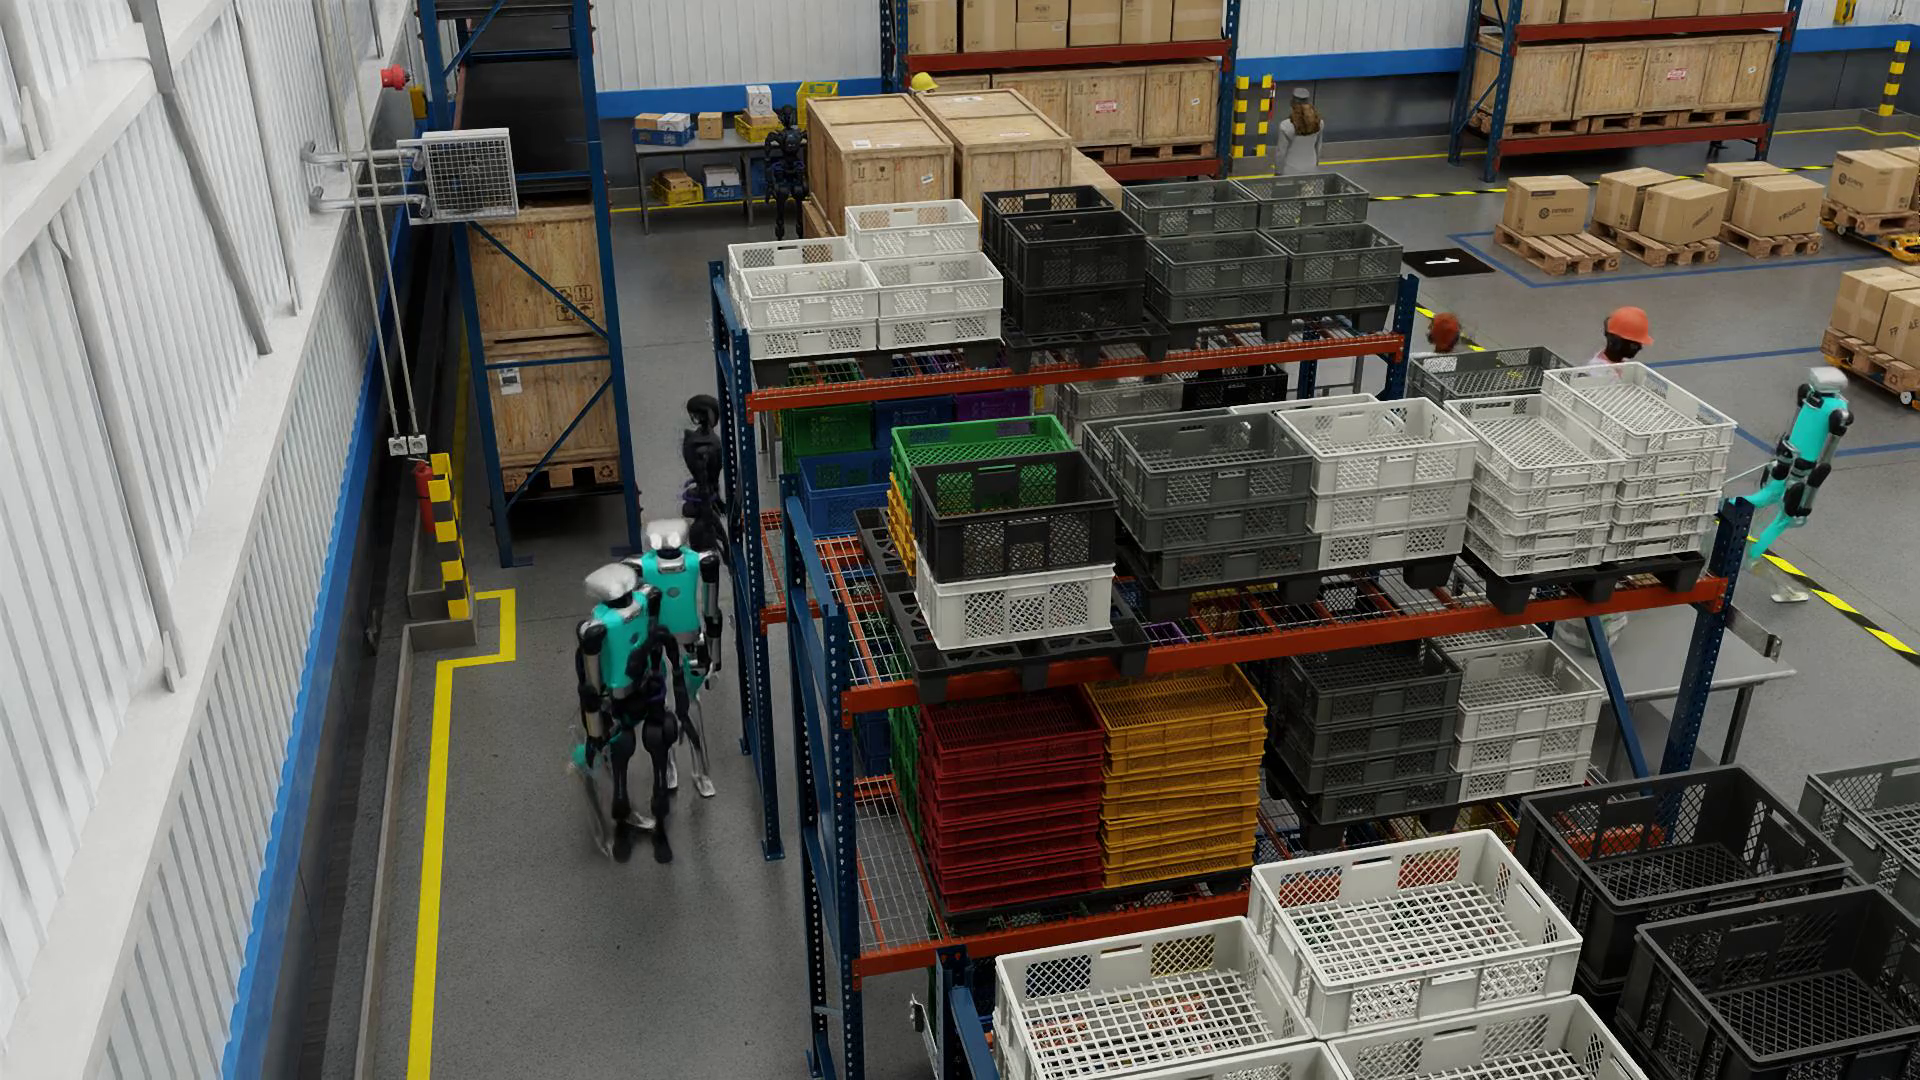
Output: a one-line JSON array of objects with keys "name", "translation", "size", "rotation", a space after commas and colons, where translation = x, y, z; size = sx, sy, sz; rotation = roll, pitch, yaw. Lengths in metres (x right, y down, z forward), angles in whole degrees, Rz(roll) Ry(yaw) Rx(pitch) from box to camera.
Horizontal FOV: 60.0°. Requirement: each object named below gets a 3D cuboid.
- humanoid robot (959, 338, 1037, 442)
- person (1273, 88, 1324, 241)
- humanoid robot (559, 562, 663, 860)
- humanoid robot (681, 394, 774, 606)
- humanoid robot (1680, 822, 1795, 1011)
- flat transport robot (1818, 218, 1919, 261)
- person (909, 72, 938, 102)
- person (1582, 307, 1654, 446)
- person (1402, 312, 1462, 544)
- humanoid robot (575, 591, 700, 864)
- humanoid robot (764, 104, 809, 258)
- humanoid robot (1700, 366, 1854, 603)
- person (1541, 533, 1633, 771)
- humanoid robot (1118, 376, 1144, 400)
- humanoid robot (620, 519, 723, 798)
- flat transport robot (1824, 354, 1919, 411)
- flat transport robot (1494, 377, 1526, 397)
[{"name": "humanoid robot", "translation": [0.299, -0.504, 11.321], "size": [0.534, 1.691, 0.740], "rotation": [-4, 28, -8]}, {"name": "person", "translation": [3.655, -4.004, 18.039], "size": [0.562, 1.764, 0.402], "rotation": [-11, 30, -20]}, {"name": "humanoid robot", "translation": [-1.905, 0.860, 8.797], "size": [0.734, 1.750, 0.543], "rotation": [17, 32, 29]}, {"name": "humanoid robot", "translation": [-1.662, -0.193, 10.949], "size": [0.785, 1.623, 0.591], "rotation": [-2, 28, -3]}, {"name": "humanoid robot", "translation": [3.311, 1.853, 7.034], "size": [0.583, 1.641, 0.609], "rotation": [16, 32, 28]}, {"name": "flat transport robot", "translation": [10.337, -3.442, 18.547], "size": [0.652, 0.197, 1.431], "rotation": [-6, 28, -12]}, {"name": "person", "translation": [-0.394, -4.242, 18.411], "size": [0.404, 1.836, 0.595], "rotation": [-4, 28, -7]}, {"name": "person", "translation": [4.378, -0.635, 11.370], "size": [0.420, 2.021, 0.627], "rotation": [16, 32, 27]}, {"name": "person", "translation": [3.348, -0.669, 11.623], "size": [0.704, 1.868, 0.340], "rotation": [17, 32, 29]}, {"name": "humanoid robot", "translation": [-1.680, 0.956, 8.720], "size": [0.602, 1.652, 0.331], "rotation": [-7, 29, -14]}, {"name": "humanoid robot", "translation": [-1.804, -3.825, 17.780], "size": [0.599, 1.654, 0.315], "rotation": [-9, 29, -16]}, {"name": "humanoid robot", "translation": [5.339, -0.308, 11.129], "size": [1.047, 1.769, 0.537], "rotation": [-1, 28, -2]}, {"name": "person", "translation": [3.491, 0.533, 9.235], "size": [0.404, 1.945, 0.612], "rotation": [5, 28, 9]}, {"name": "humanoid robot", "translation": [0.924, -0.188, 10.859], "size": [0.772, 1.808, 0.543], "rotation": [-15, 31, -25]}, {"name": "humanoid robot", "translation": [-1.601, 0.592, 9.286], "size": [0.548, 1.751, 0.676], "rotation": [-7, 29, -13]}, {"name": "flat transport robot", "translation": [8.473, -1.467, 14.800], "size": [0.652, 0.197, 1.431], "rotation": [-6, 28, -12]}, {"name": "flat transport robot", "translation": [4.780, -1.036, 14.013], "size": [0.659, 0.231, 1.431], "rotation": [-6, 28, -12]}]
